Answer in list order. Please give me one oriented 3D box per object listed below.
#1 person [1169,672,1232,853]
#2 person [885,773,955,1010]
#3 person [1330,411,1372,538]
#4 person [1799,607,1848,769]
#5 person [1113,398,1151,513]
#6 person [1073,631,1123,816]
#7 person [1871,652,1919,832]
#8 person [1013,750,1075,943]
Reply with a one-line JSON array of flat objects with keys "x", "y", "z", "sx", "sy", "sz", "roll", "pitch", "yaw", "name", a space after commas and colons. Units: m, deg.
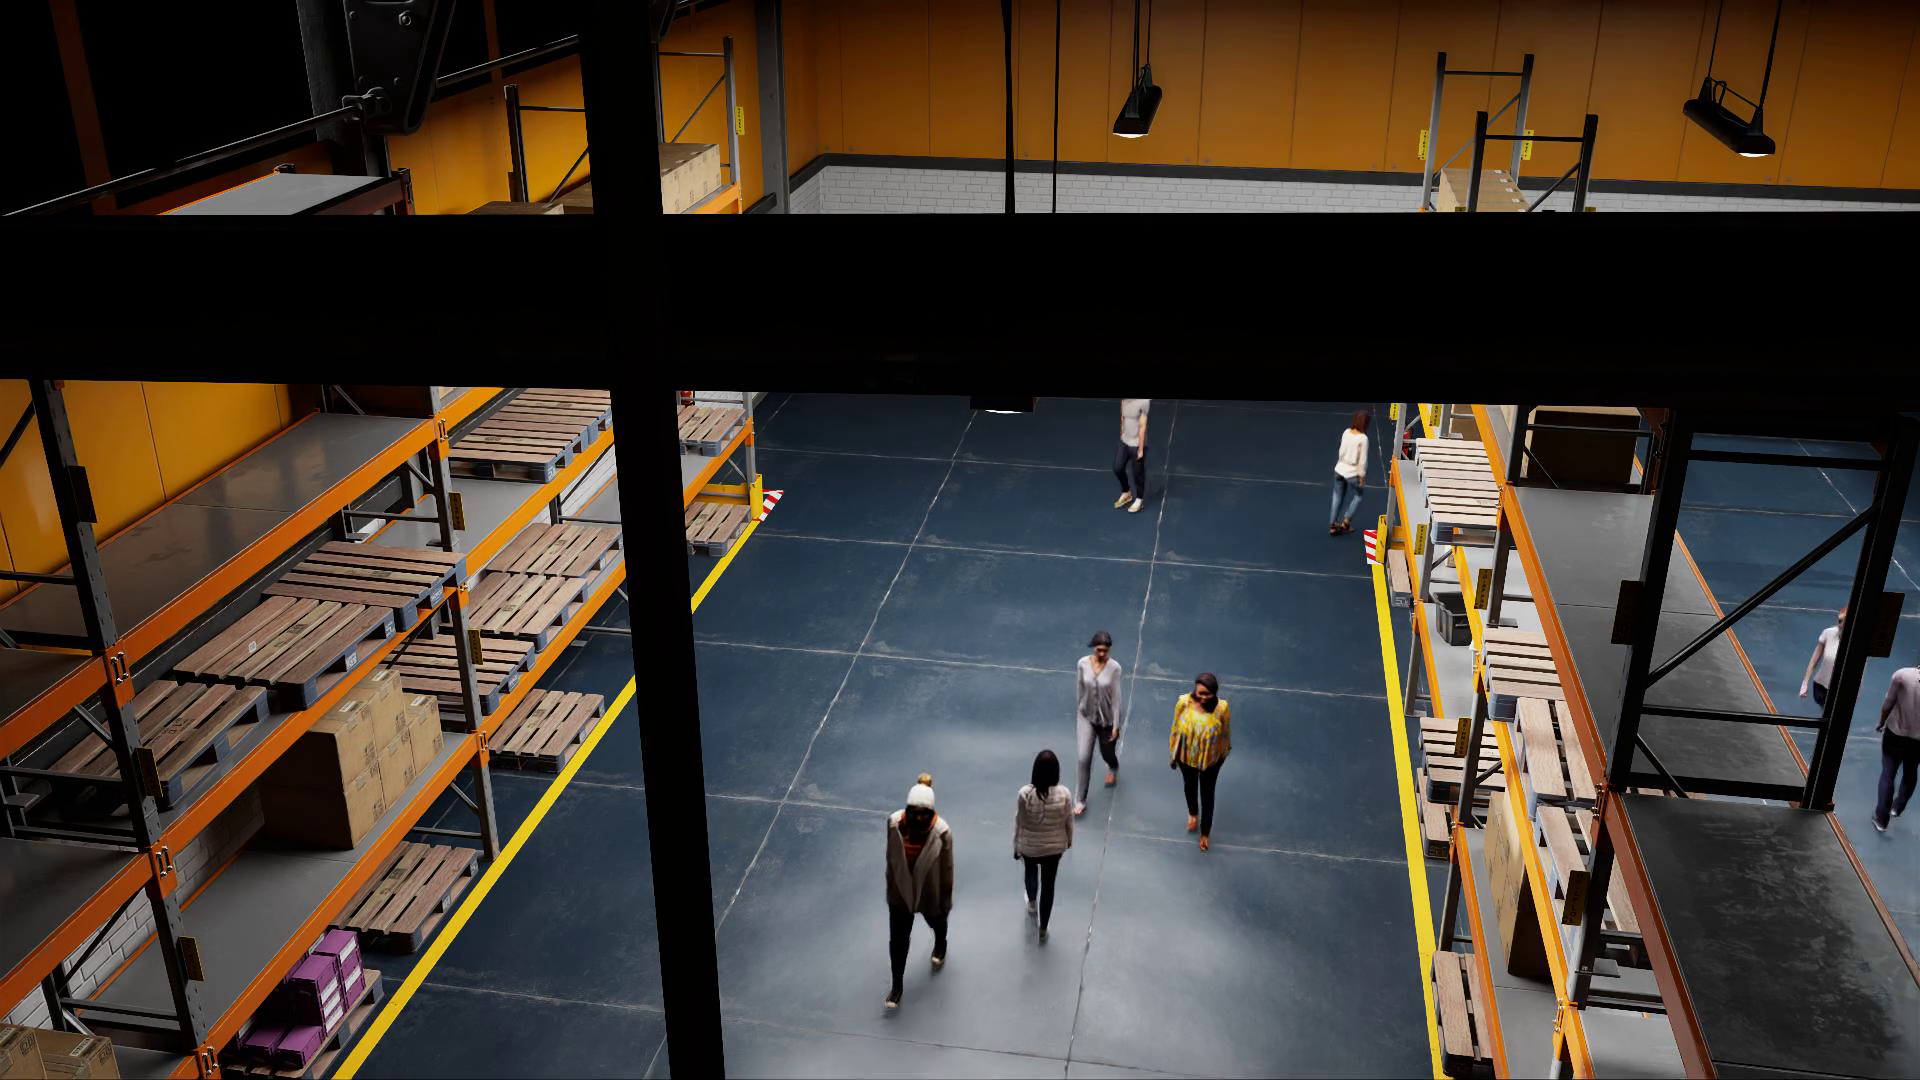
[{"x": 2.113, "y": 1.854, "z": 14.655, "sx": 0.754, "sy": 1.633, "sz": 0.893, "roll": 7, "pitch": 25, "yaw": 16, "name": "person"}, {"x": -0.269, "y": 2.571, "z": 12.746, "sx": 0.742, "sy": 1.849, "sz": 1.159, "roll": 5, "pitch": 24, "yaw": 12, "name": "person"}, {"x": 4.812, "y": -0.796, "z": 20.687, "sx": 0.891, "sy": 1.658, "sz": 0.821, "roll": -17, "pitch": 29, "yaw": -33, "name": "person"}, {"x": 8.228, "y": 1.397, "z": 15.631, "sx": 1.200, "sy": 1.688, "sz": 1.030, "roll": -21, "pitch": 31, "yaw": -40, "name": "person"}, {"x": 2.305, "y": -1.278, "z": 21.516, "sx": 0.785, "sy": 1.877, "sz": 0.821, "roll": 20, "pitch": 31, "yaw": 38, "name": "person"}, {"x": 1.289, "y": 1.589, "z": 15.128, "sx": 0.636, "sy": 1.741, "sz": 1.039, "roll": 7, "pitch": 25, "yaw": 15, "name": "person"}, {"x": 8.411, "y": 1.707, "z": 14.738, "sx": 0.742, "sy": 1.836, "sz": 0.886, "roll": 8, "pitch": 25, "yaw": 18, "name": "person"}, {"x": 0.656, "y": 2.472, "z": 13.269, "sx": 0.713, "sy": 1.611, "sz": 0.901, "roll": 1, "pitch": 24, "yaw": 2, "name": "person"}]
